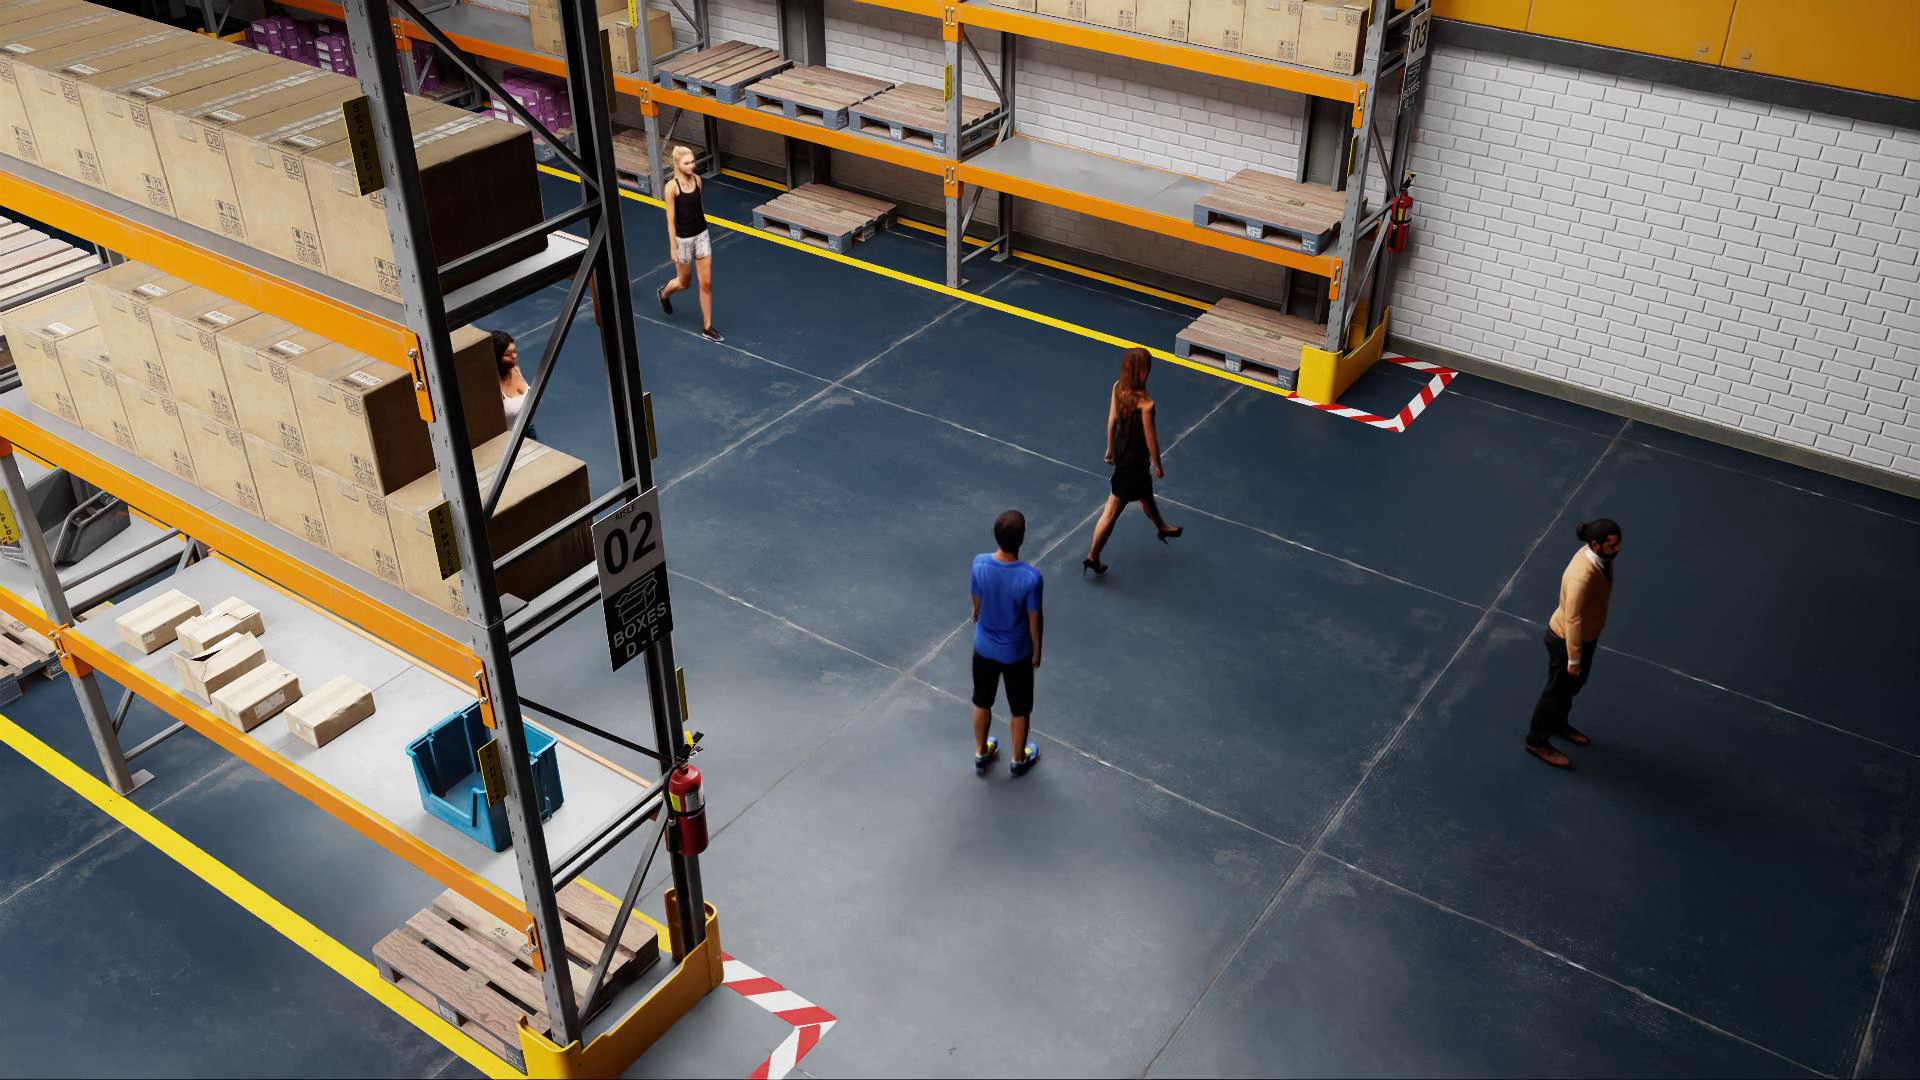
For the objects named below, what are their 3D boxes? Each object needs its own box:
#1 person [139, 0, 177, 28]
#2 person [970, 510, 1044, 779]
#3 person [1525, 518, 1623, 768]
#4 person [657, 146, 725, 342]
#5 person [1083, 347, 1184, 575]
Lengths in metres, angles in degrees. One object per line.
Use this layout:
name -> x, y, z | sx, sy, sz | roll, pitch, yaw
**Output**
person -> -11.122, -7.740, 22.742 | 0.741, 1.801, 0.836 | -1, 34, -1
person -> 0.248, 0.657, 10.053 | 0.602, 1.863, 0.728 | 12, 35, 17
person -> 3.764, 0.594, 10.252 | 0.593, 1.747, 0.658 | 21, 39, 28
person -> -2.529, -2.759, 15.229 | 1.114, 1.822, 0.693 | 28, 42, 35
person -> 1.129, -0.492, 11.844 | 0.974, 1.795, 1.137 | -17, 37, -24
